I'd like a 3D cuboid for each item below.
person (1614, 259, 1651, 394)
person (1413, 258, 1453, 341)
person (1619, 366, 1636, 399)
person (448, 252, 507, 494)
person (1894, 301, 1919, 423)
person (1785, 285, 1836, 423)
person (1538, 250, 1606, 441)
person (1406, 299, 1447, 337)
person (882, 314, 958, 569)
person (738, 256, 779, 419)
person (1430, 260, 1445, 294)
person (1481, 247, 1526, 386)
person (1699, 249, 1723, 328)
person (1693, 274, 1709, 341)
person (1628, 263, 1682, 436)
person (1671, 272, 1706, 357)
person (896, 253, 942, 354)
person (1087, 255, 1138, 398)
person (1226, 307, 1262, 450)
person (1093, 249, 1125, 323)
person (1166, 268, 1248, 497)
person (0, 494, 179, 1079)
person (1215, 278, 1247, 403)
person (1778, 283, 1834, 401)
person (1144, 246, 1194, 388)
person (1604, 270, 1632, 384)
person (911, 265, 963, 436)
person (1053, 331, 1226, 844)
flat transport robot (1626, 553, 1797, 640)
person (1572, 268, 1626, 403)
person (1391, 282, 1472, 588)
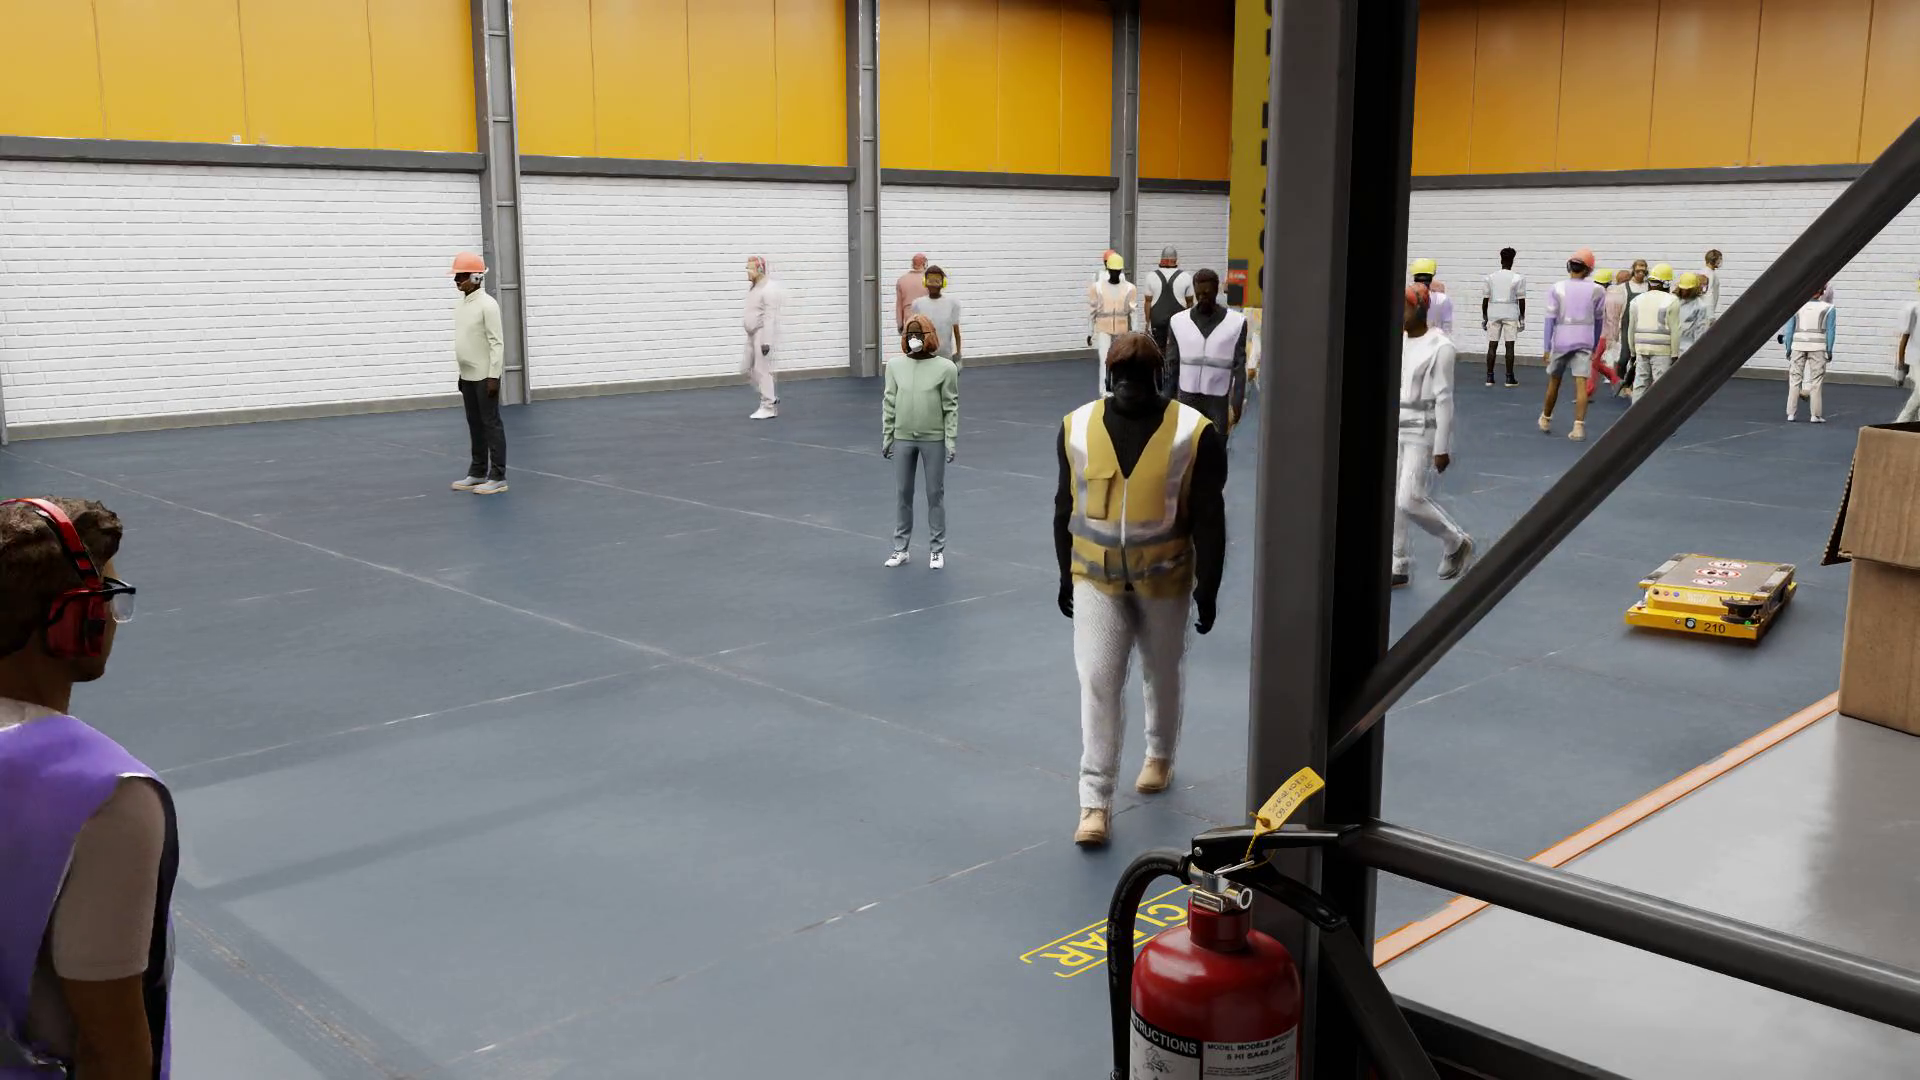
[{"bbox_3d":[8.869,-2.774,21.867,0.503,1.831,0.452,1,10,7],"label":"person"},{"bbox_3d":[4.497,-1.783,16.232,0.610,1.901,0.695,4,11,23],"label":"person"},{"bbox_3d":[8.990,-2.615,21.456,0.894,1.644,0.550,6,12,29],"label":"person"},{"bbox_3d":[-4.006,-1.379,13.789,0.393,1.995,0.612,-10,14,-43],"label":"person"},{"bbox_3d":[9.187,-1.652,15.766,0.537,1.818,0.978,-2,11,-13],"label":"person"},{"bbox_3d":[9.676,-2.149,18.957,0.515,1.640,0.315,9,14,41],"label":"person"},{"bbox_3d":[6.462,-2.061,17.566,0.618,1.967,1.048,2,11,10],"label":"person"},{"bbox_3d":[3.786,-1.241,13.893,0.556,1.667,0.753,3,11,14],"label":"person"},{"bbox_3d":[-0.260,-0.628,10.676,0.498,1.634,0.279,3,11,14],"label":"person"},{"bbox_3d":[-2.342,-2.344,19.314,0.430,1.888,0.664,-5,12,-27],"label":"person"},{"bbox_3d":[7.008,-3.318,24.989,0.530,1.767,0.328,5,11,25],"label":"person"},{"bbox_3d":[7.708,-3.159,23.577,0.617,1.962,0.361,7,12,33],"label":"person"},{"bbox_3d":[10.927,-3.282,24.360,0.367,1.932,0.643,4,11,20],"label":"person"},{"bbox_3d":[9.907,-2.759,22.362,0.515,1.594,0.782,-8,13,-38],"label":"person"},{"bbox_3d":[7.405,-2.017,17.704,0.404,1.835,0.587,-7,12,-32],"label":"person"},{"bbox_3d":[8.422,-2.283,19.471,0.537,1.707,0.561,6,12,32],"label":"person"},{"bbox_3d":[-0.527,-2.970,22.748,0.682,1.898,0.442,5,11,24],"label":"person"},{"bbox_3d":[1.924,-2.621,20.868,0.626,1.879,0.970,0,10,-2],"label":"person"},{"bbox_3d":[2.887,-1.794,16.363,0.977,1.890,0.558,-1,10,-5],"label":"person"},{"bbox_3d":[2.380,-3.706,26.719,0.555,1.911,0.848,4,11,21],"label":"person"},{"bbox_3d":[1.839,-1.079,12.414,0.605,1.898,0.662,3,11,14],"label":"person"},{"bbox_3d":[-1.286,0.834,2.318,0.566,1.788,0.985,4,11,22],"label":"person"},{"bbox_3d":[3.471,-2.553,21.167,0.499,1.636,0.286,2,11,9],"label":"person"},{"bbox_3d":[10.941,-2.698,21.538,0.652,1.784,0.977,6,12,30],"label":"person"},{"bbox_3d":[2.931,-3.157,23.359,0.691,2.000,0.981,2,11,10],"label":"person"},{"bbox_3d":[9.465,-3.042,23.827,0.514,1.641,0.307,4,11,23],"label":"person"},{"bbox_3d":[-0.230,-1.838,16.694,0.522,1.852,0.662,0,10,2],"label":"person"},{"bbox_3d":[0.647,0.137,6.081,0.644,1.795,0.953,3,11,15],"label":"person"},{"bbox_3d":[4.264,0.293,9.378,0.652,0.197,1.431,7,12,33],"label":"flat transport robot"},{"bbox_3d":[8.148,-2.574,21.024,0.623,1.722,0.598,0,10,-3],"label":"person"},{"bbox_3d":[2.762,-0.612,9.981,0.549,1.866,0.581,-4,11,-20],"label":"person"}]
